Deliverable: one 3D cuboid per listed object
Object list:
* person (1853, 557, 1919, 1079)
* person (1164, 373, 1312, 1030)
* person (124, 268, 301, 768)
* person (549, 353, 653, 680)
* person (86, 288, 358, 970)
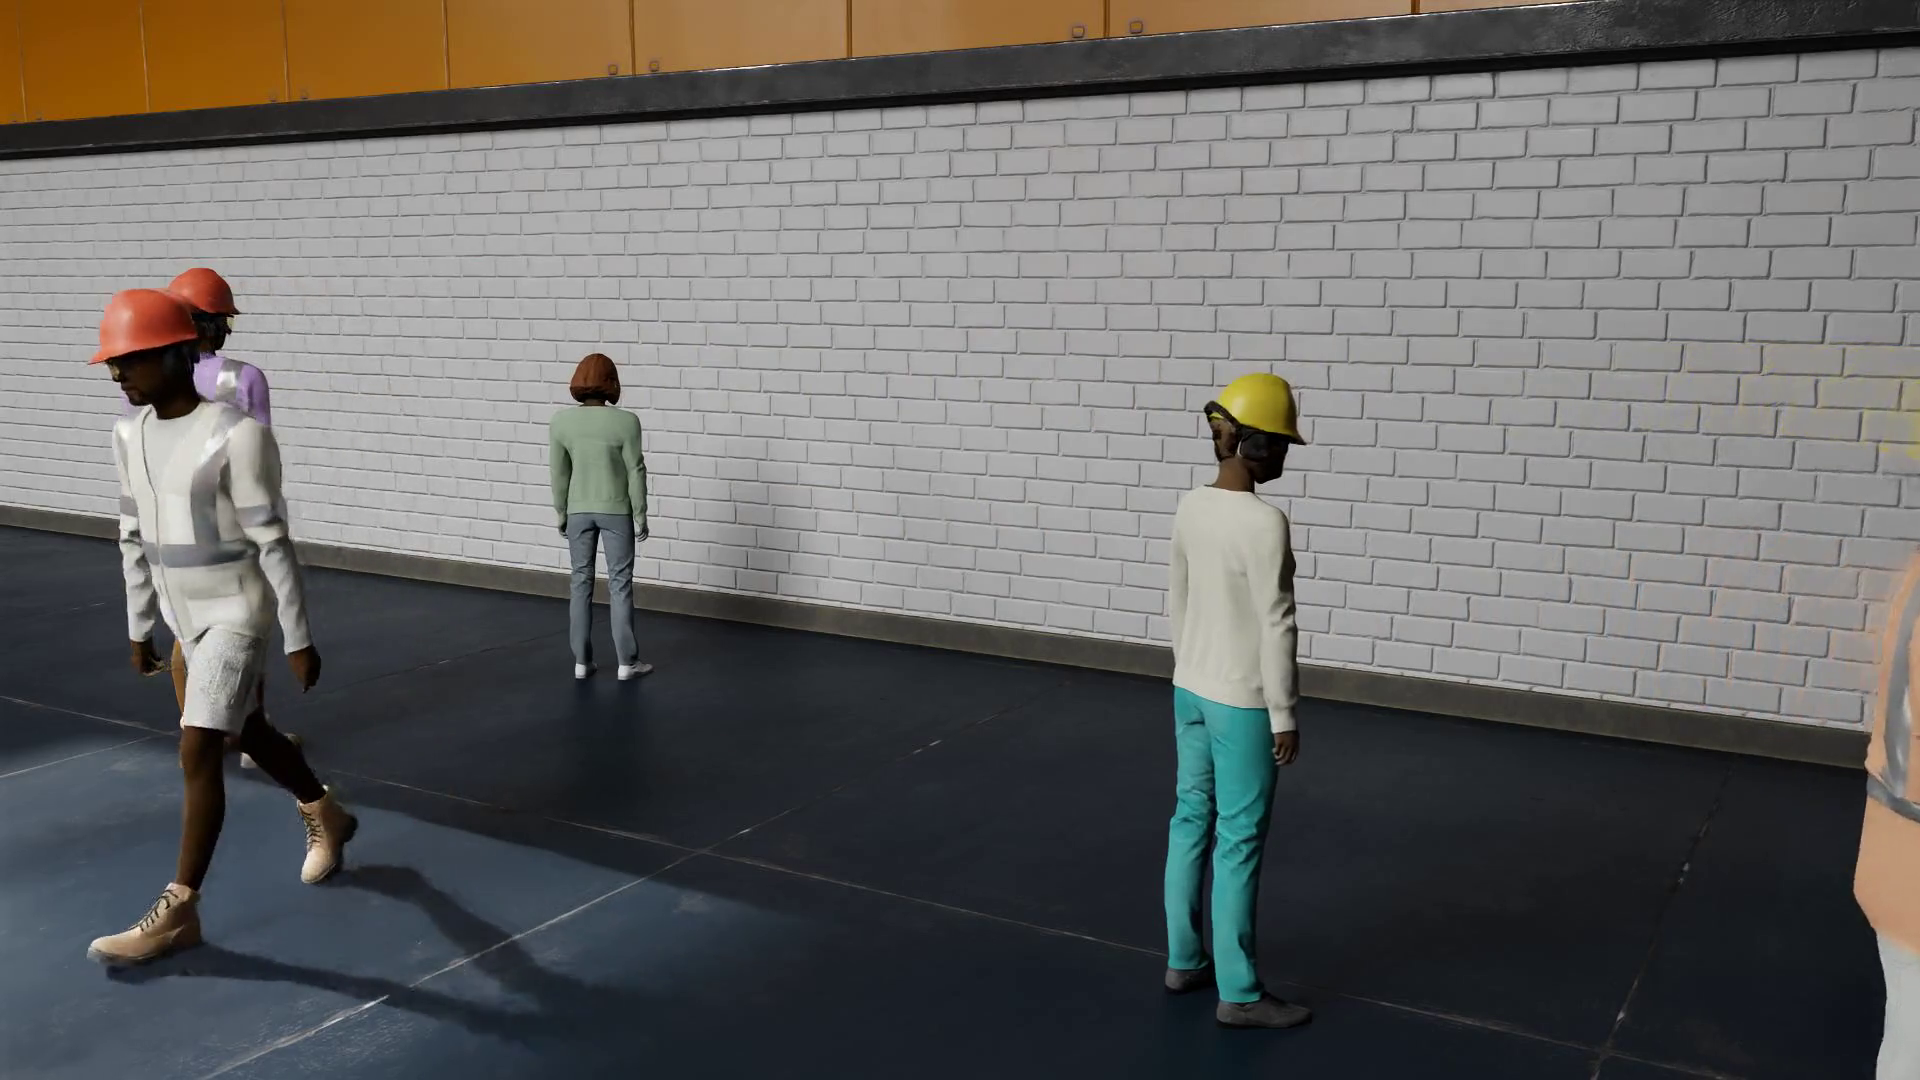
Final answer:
[{"bbox_3d":[1.733,0.627,2.876,0.522,1.939,0.625,6,11,33],"label":"person"},{"bbox_3d":[0.757,0.431,4.514,0.334,1.759,0.523,-4,10,-22],"label":"person"},{"bbox_3d":[-3.047,-0.078,6.802,0.608,2.044,0.371,1,9,5],"label":"person"},{"bbox_3d":[-1.788,-0.112,8.288,0.498,1.633,0.285,2,9,11],"label":"person"},{"bbox_3d":[-2.247,0.221,5.152,0.663,1.990,1.047,5,10,29],"label":"person"}]
